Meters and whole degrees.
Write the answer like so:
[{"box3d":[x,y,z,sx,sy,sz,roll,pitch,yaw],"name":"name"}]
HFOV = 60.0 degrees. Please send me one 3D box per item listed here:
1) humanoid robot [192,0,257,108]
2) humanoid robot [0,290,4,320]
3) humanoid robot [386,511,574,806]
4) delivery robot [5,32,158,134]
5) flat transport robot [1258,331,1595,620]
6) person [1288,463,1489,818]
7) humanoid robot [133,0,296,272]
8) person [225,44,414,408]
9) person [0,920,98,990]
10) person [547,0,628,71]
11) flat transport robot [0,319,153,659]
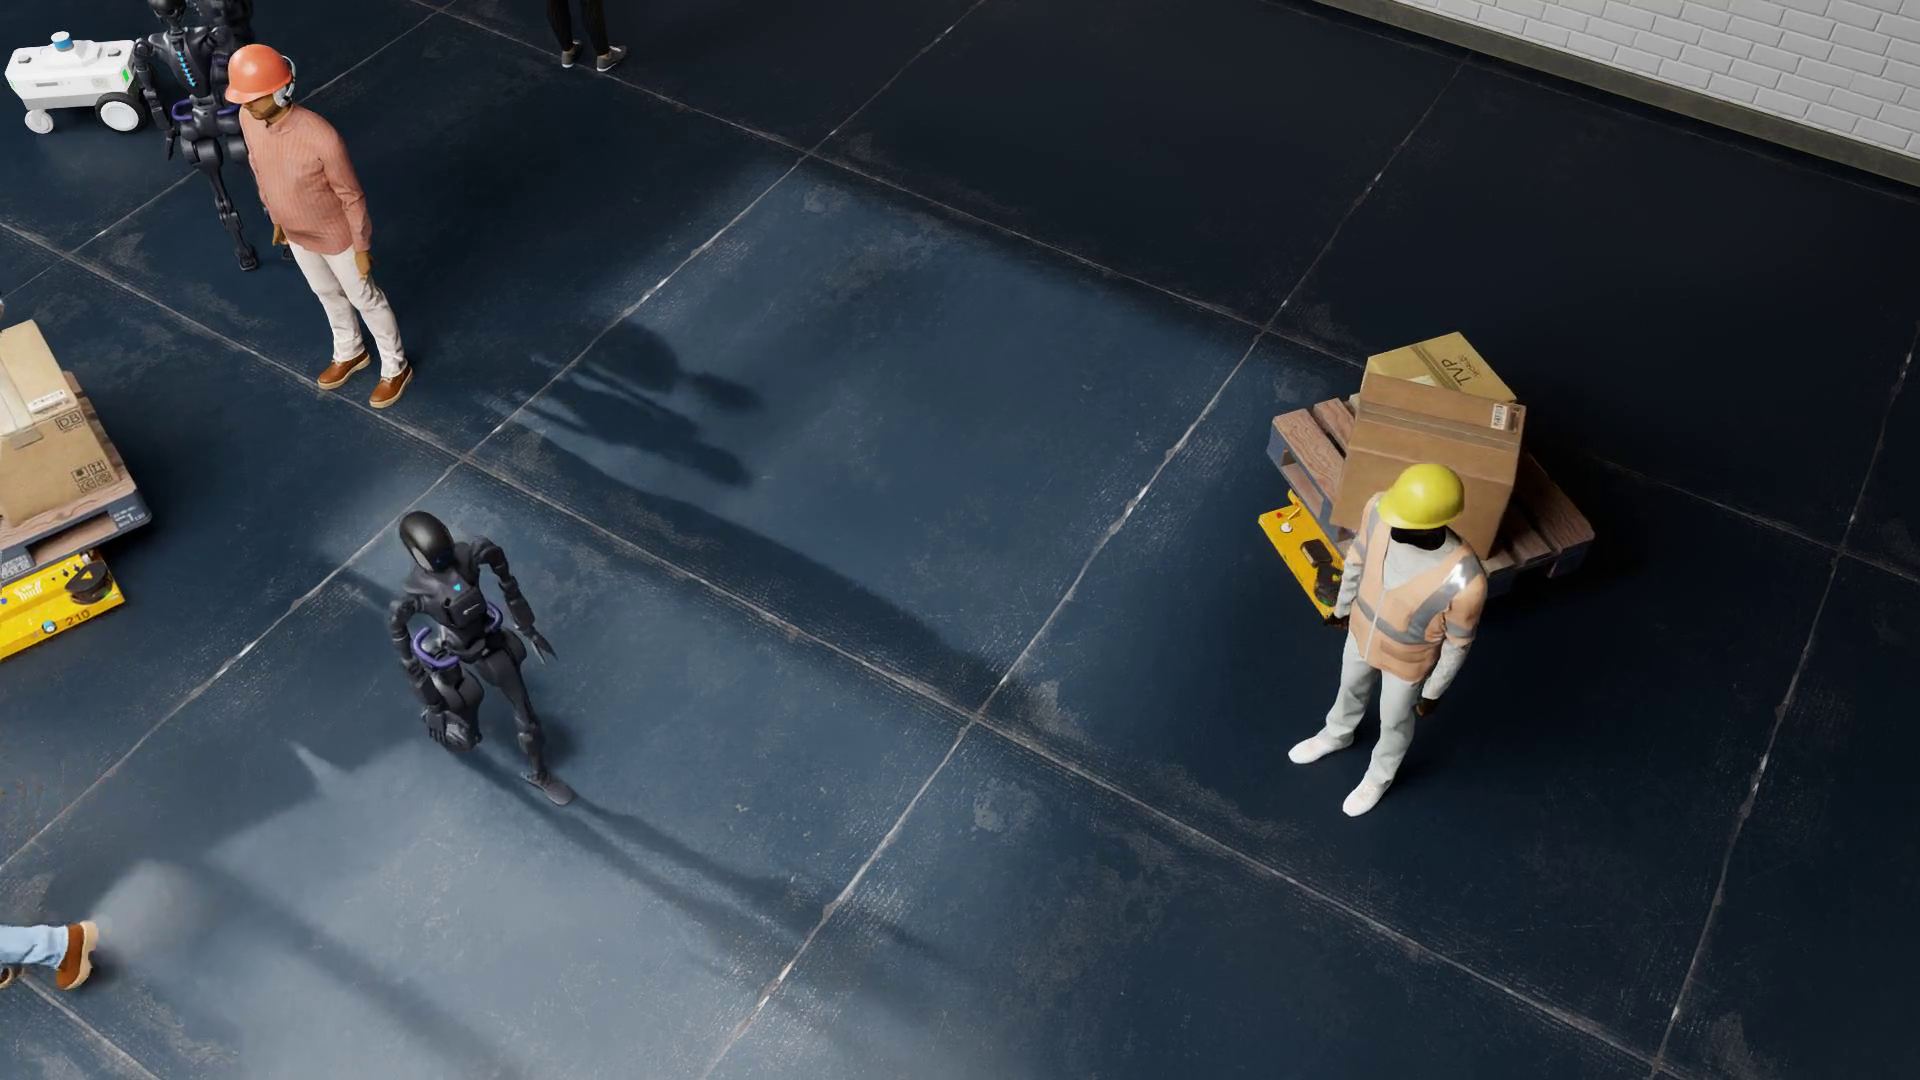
[{"box3d":[-3.907,-2.575,9.133,0.324,1.657,0.586,-14,50,-12],"name":"humanoid robot"},{"box3d":[-4.864,-1.181,7.873,0.535,1.782,0.733,-29,55,-23],"name":"humanoid robot"},{"box3d":[-1.938,0.432,6.519,0.668,1.639,0.589,31,56,24],"name":"humanoid robot"},{"box3d":[-5.301,-2.781,10.069,0.811,0.613,0.499,-6,49,-5],"name":"delivery robot"},{"box3d":[2.212,-0.101,7.904,1.431,0.231,0.659,-17,51,-14],"name":"flat transport robot"},{"box3d":[1.645,0.390,6.376,0.378,1.923,0.590,-27,54,-22],"name":"person"},{"box3d":[-3.926,-2.169,8.767,0.599,1.657,0.315,-11,50,-10],"name":"humanoid robot"},{"box3d":[-3.075,-1.486,7.970,0.619,1.993,0.378,21,52,17],"name":"person"},{"box3d":[-3.689,1.088,5.747,0.669,1.961,0.618,-18,51,-15],"name":"person"},{"box3d":[-2.397,-3.654,10.021,0.762,1.756,0.446,13,50,11],"name":"person"},{"box3d":[-4.531,-0.051,7.860,0.659,0.231,1.431,-29,55,-23],"name":"flat transport robot"}]
